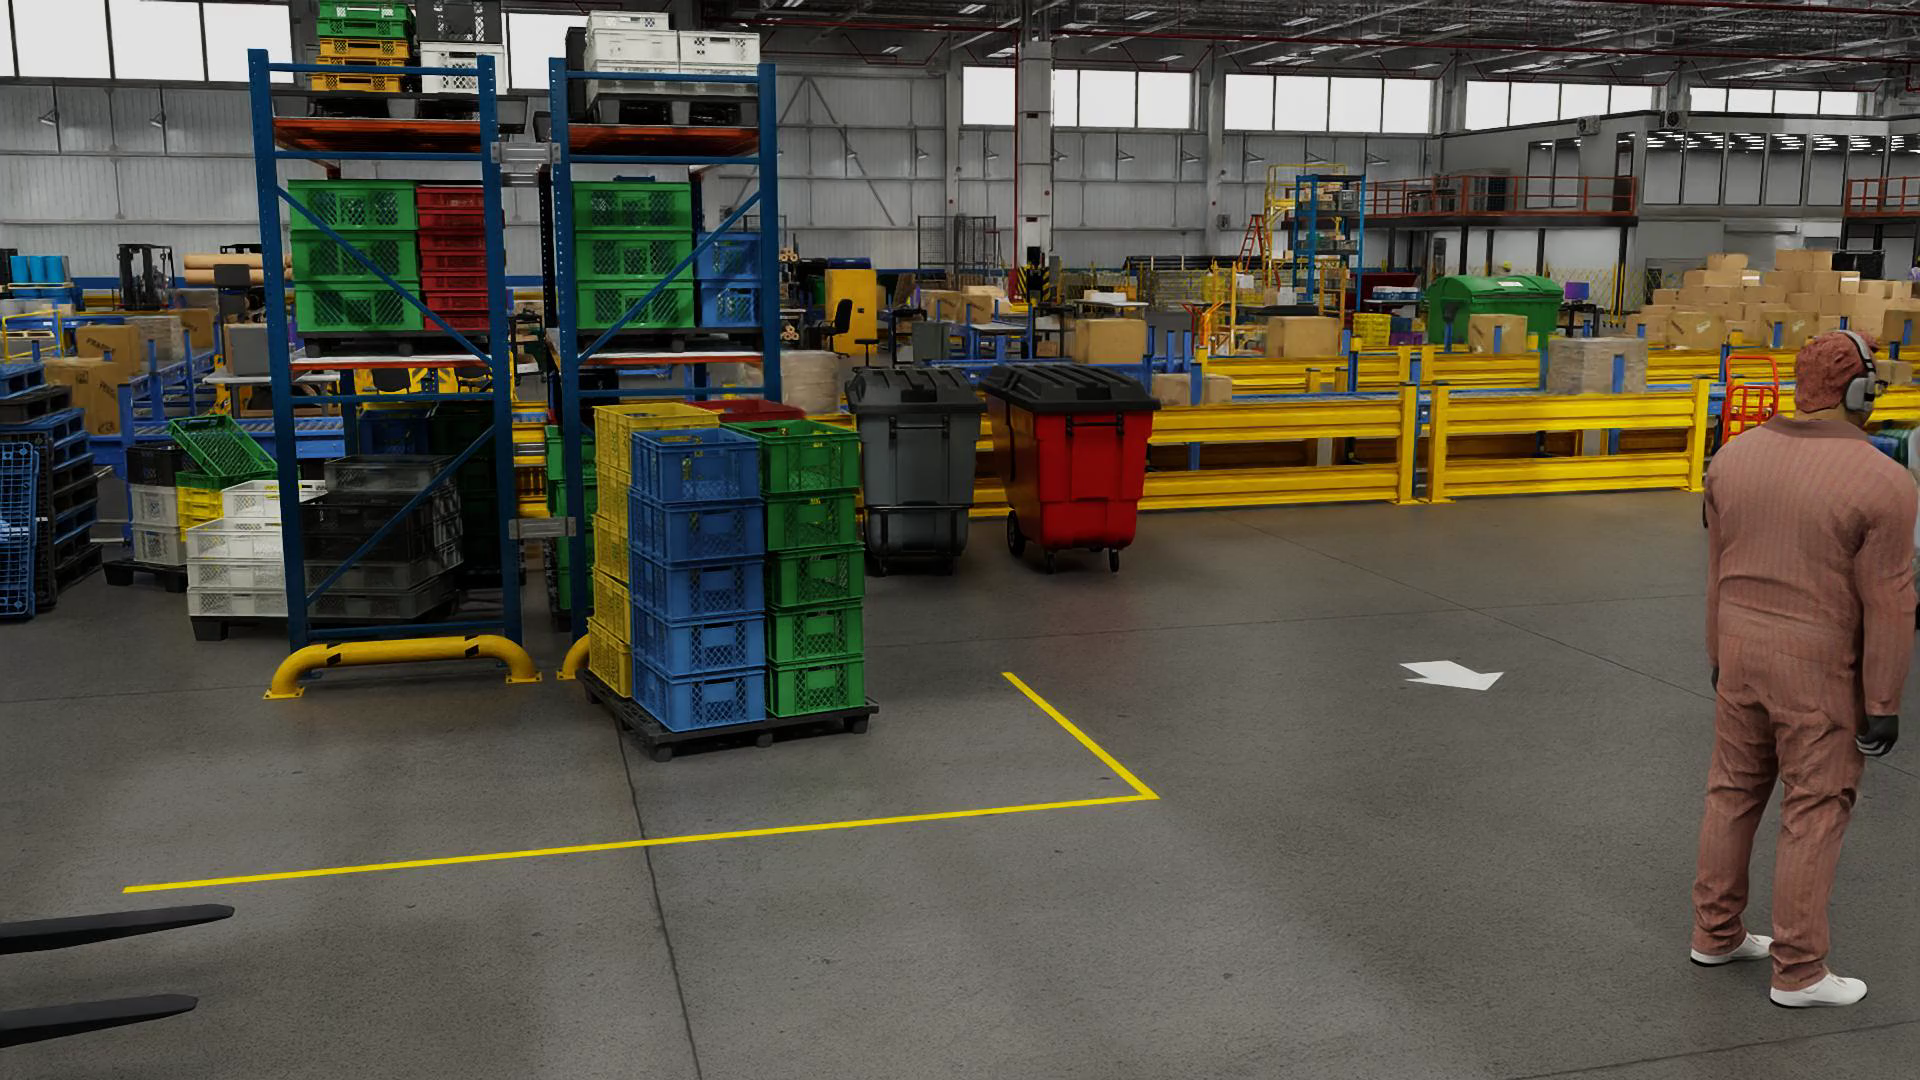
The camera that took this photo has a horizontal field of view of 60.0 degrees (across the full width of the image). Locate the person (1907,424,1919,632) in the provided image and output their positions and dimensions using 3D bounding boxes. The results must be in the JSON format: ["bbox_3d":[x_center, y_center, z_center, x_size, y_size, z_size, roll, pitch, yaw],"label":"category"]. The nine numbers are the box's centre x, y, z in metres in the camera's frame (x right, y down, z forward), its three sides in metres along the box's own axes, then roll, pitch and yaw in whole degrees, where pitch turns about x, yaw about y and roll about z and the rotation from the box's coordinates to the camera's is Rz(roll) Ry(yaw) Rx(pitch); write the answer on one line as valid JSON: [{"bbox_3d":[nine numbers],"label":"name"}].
[{"bbox_3d":[4.306,0.011,7.302,0.719,1.670,0.536,-2,10,-13],"label":"person"}]

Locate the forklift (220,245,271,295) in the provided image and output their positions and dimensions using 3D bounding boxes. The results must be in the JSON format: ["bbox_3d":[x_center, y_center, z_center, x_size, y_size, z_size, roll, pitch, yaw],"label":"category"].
[{"bbox_3d":[-17.749,-6.334,41.440,1.157,1.987,2.680,-3,10,-17],"label":"forklift"}]

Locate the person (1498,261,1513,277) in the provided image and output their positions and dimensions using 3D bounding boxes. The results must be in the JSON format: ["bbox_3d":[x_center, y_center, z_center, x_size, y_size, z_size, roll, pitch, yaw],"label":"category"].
[{"bbox_3d":[14.211,-6.342,43.112,0.527,1.740,0.771,-7,12,-33],"label":"person"}]

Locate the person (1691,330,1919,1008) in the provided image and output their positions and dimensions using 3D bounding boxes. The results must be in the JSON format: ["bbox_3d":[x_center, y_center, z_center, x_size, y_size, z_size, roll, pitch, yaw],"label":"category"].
[{"bbox_3d":[2.392,0.362,4.701,0.399,1.900,0.636,-5,11,-25],"label":"person"}]

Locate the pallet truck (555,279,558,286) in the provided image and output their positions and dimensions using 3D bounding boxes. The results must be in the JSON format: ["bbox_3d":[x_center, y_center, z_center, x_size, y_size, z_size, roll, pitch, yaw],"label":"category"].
[{"bbox_3d":[-10.604,-6.375,44.520,0.653,1.274,1.630,-3,10,-15],"label":"pallet truck"}]

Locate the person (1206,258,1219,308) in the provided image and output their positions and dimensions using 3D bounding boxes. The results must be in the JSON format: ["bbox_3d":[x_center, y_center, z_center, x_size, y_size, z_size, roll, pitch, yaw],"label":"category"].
[{"bbox_3d":[5.317,-5.001,35.135,0.329,1.872,0.511,0,10,1],"label":"person"}]

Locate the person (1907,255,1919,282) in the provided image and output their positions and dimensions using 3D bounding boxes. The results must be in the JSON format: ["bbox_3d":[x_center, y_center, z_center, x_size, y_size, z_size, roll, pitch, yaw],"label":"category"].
[{"bbox_3d":[24.420,-6.303,42.339,0.593,1.928,0.362,4,11,20],"label":"person"}]

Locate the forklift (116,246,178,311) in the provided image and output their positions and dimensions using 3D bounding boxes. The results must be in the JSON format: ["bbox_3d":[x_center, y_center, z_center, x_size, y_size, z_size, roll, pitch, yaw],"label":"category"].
[{"bbox_3d":[-19.966,-6.232,40.894,1.157,1.987,2.680,-3,10,-15],"label":"forklift"}]
